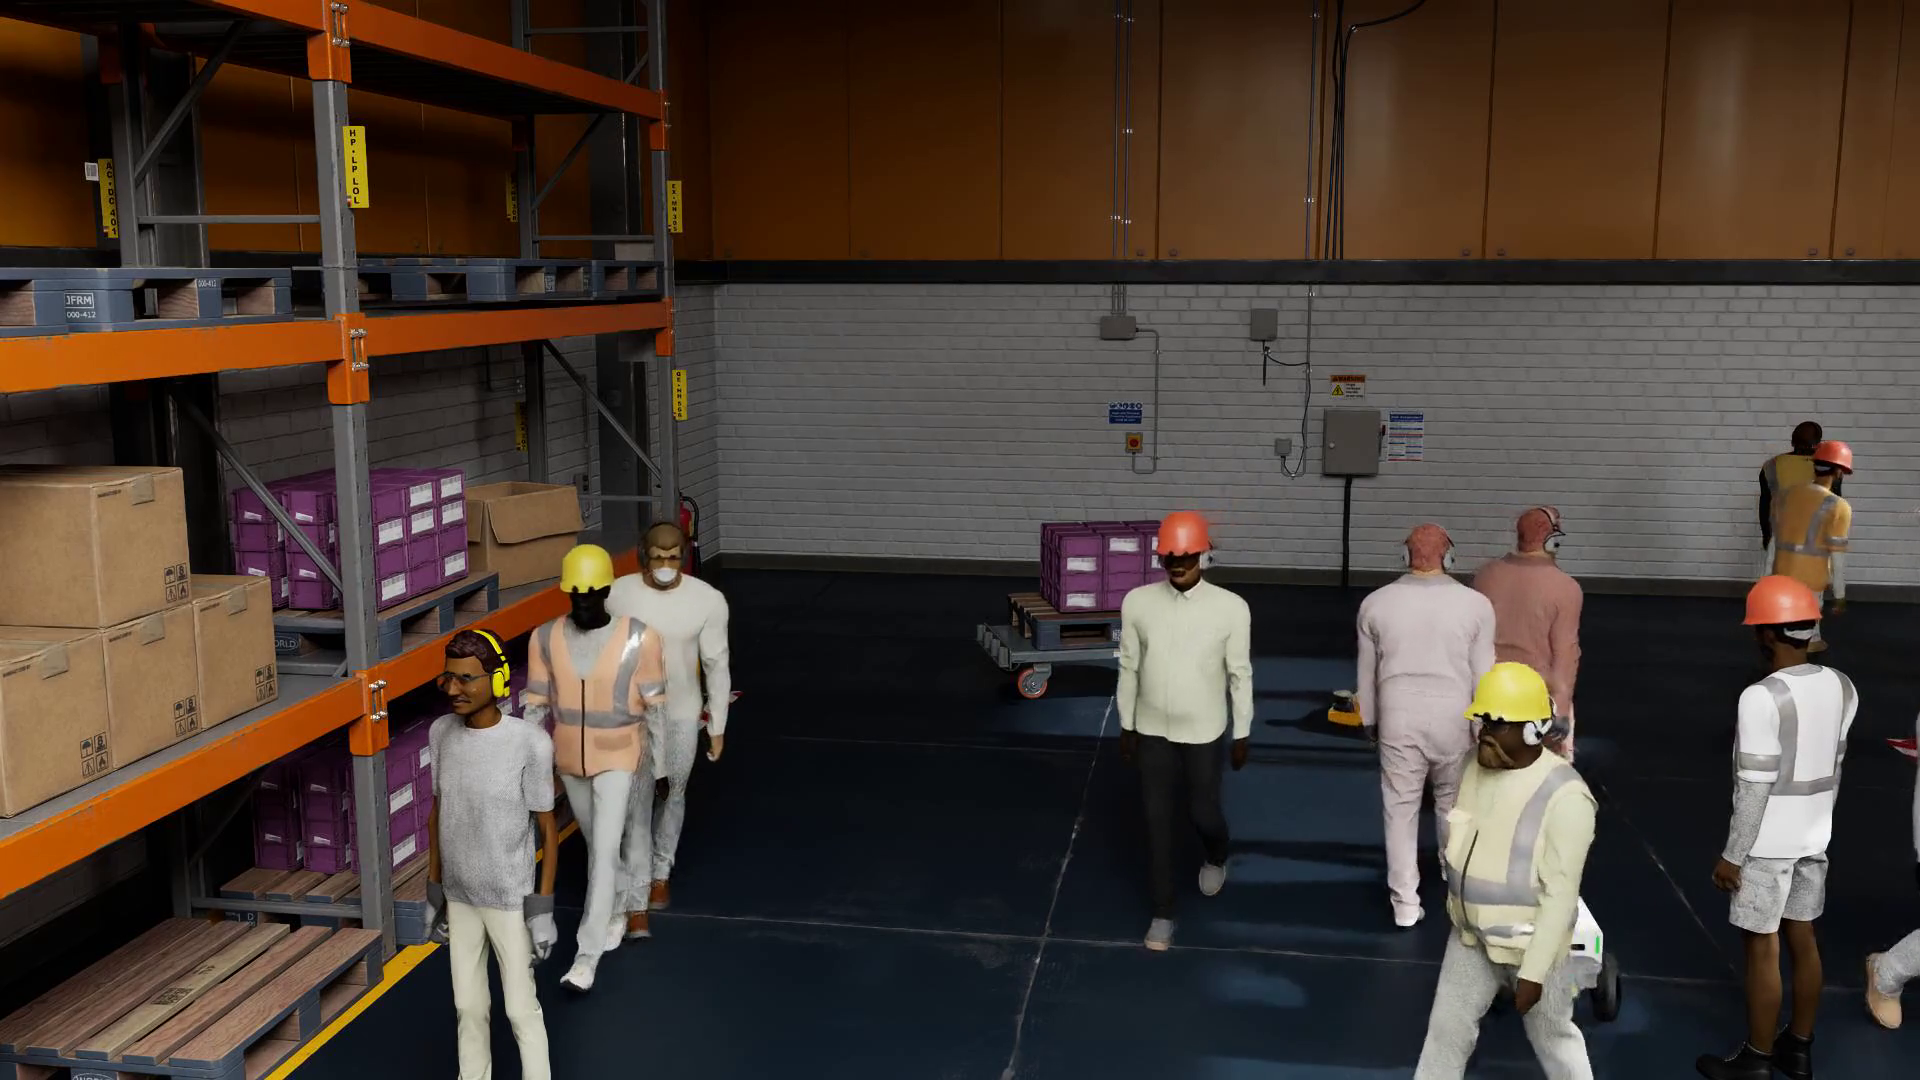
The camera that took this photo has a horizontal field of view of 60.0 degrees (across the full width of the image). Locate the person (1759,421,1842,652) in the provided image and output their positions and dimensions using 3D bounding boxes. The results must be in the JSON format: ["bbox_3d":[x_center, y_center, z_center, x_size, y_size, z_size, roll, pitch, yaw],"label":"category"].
[{"bbox_3d":[6.708,-0.028,13.281,0.627,1.844,0.429,9,13,44],"label":"person"}]

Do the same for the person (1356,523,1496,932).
[{"bbox_3d":[2.211,0.842,7.874,0.655,1.850,0.998,4,10,22],"label":"person"}]

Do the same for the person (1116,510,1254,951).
[{"bbox_3d":[1.028,0.827,7.602,0.620,1.975,0.693,4,10,21],"label":"person"}]

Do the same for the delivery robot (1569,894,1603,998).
[{"bbox_3d":[2.445,1.591,6.964,0.477,0.478,0.707,1,9,8],"label":"delivery robot"}]

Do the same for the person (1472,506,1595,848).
[{"bbox_3d":[2.874,0.748,8.457,0.990,1.857,0.664,-7,11,-35],"label":"person"}]

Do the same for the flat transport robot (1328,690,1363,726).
[{"bbox_3d":[3.223,1.134,10.942,1.431,0.197,0.652,6,11,33],"label":"flat transport robot"}]

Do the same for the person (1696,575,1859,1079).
[{"bbox_3d":[2.997,1.087,6.138,0.542,1.928,0.374,-5,10,-28],"label":"person"}]

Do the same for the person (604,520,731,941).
[{"bbox_3d":[-1.364,0.860,7.628,0.641,1.896,0.933,-2,9,-14],"label":"person"}]

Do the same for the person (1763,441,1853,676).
[{"bbox_3d":[5.708,0.282,11.197,0.510,1.894,0.578,-3,10,-18],"label":"person"}]

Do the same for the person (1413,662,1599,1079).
[{"bbox_3d":[1.791,1.272,5.465,0.939,1.784,0.600,-4,10,-25],"label":"person"}]

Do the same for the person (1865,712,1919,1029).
[{"bbox_3d":[3.808,1.131,6.207,0.634,1.824,0.780,0,9,-3],"label":"person"}]

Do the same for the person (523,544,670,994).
[{"bbox_3d":[-1.590,0.953,7.105,0.613,1.872,0.965,2,9,10],"label":"person"}]

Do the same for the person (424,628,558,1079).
[{"bbox_3d":[-1.578,1.210,5.559,0.516,1.873,0.329,3,10,19],"label":"person"}]
